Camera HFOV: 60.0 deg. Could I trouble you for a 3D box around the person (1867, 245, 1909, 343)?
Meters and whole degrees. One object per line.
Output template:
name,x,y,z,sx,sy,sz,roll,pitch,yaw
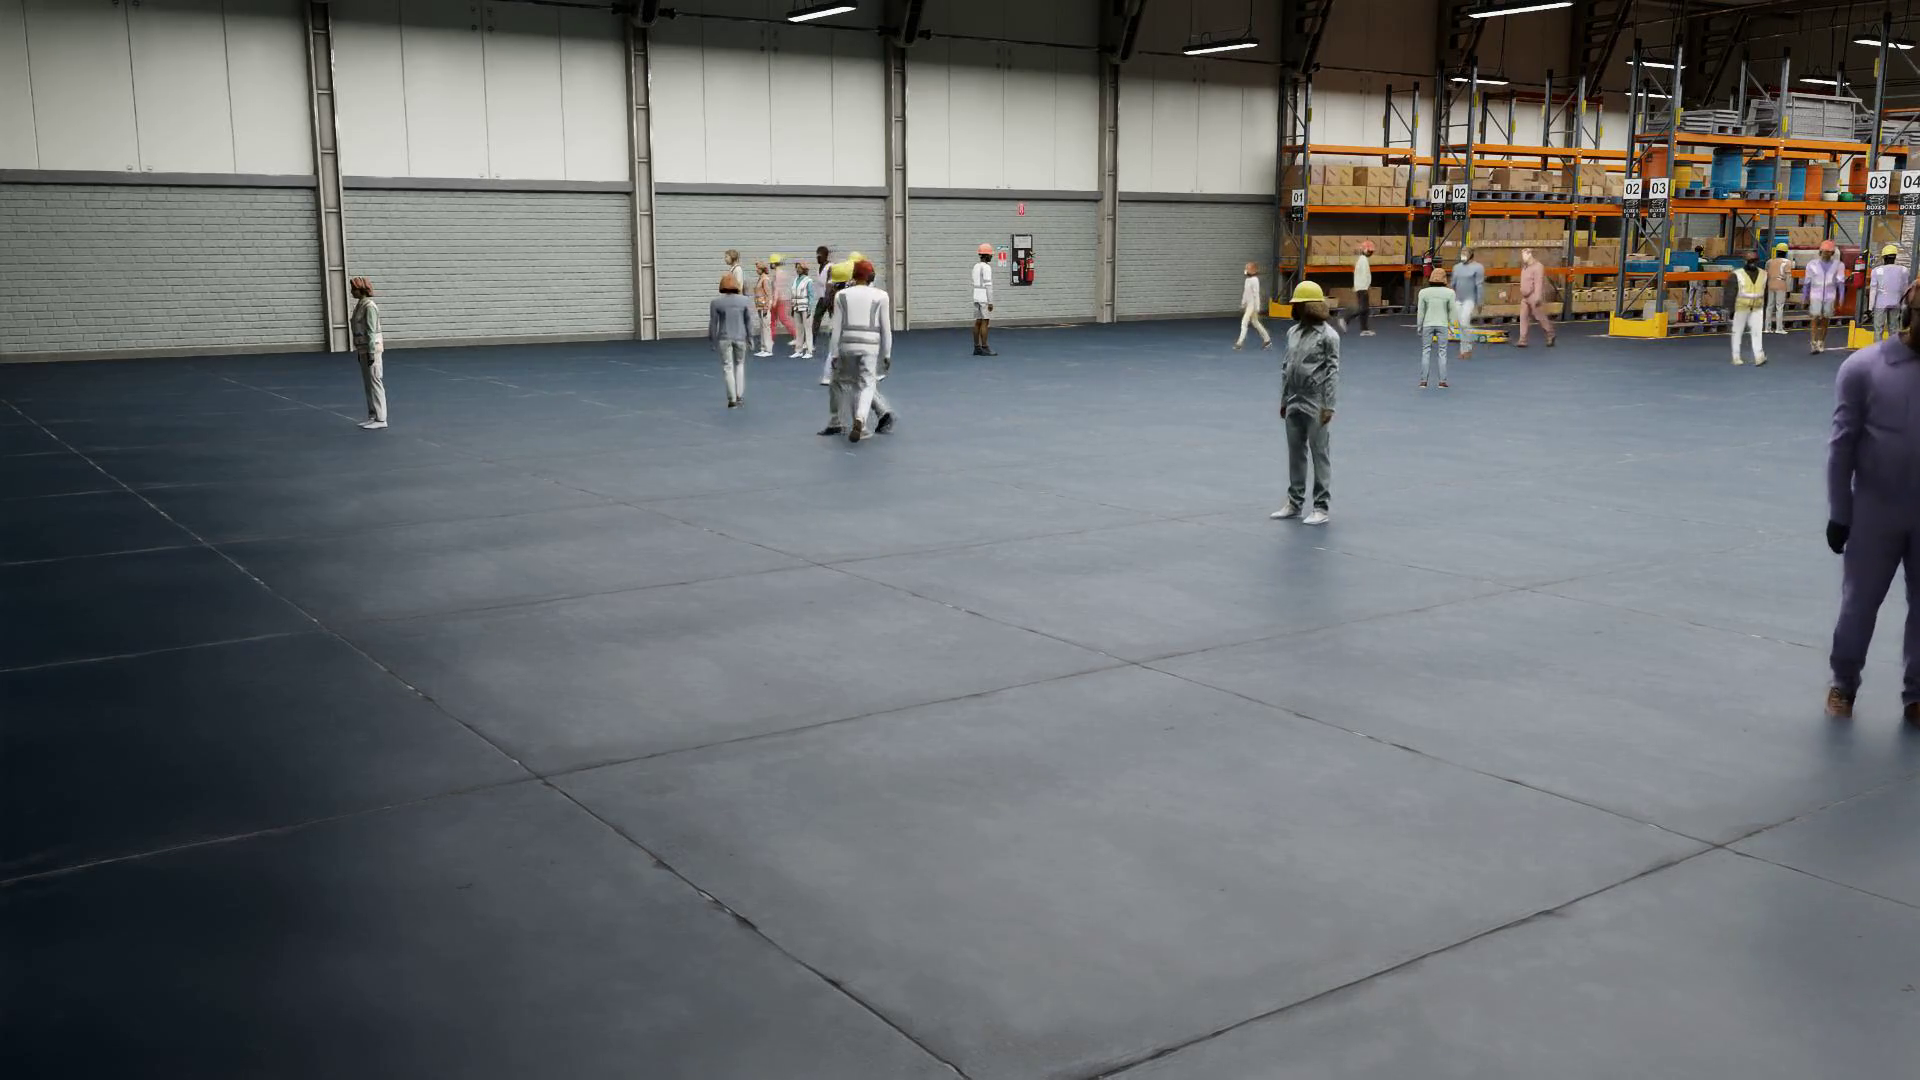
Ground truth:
person,14.962,-3.793,26.863,0.587,1.928,0.364,1,10,4

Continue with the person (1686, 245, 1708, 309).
person,16.799,-5.777,37.899,0.328,1.872,0.510,-9,13,-40

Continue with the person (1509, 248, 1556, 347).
person,10.746,-4.511,31.024,0.881,1.862,0.703,-2,11,-11

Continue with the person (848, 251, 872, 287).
person,-1.777,-4.036,28.520,0.592,1.812,0.465,4,11,19

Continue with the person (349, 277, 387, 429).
person,-6.369,-2.008,17.895,0.316,1.629,0.509,-7,13,-35

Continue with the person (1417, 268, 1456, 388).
person,6.507,-2.895,22.743,0.507,1.633,0.277,4,11,20

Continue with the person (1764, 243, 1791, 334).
person,17.370,-5.337,35.325,0.372,1.928,0.584,-6,12,-31

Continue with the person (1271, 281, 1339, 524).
person,2.492,-0.986,11.978,0.320,1.742,0.492,-7,13,-35

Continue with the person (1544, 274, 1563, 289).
person,15.184,-6.670,42.689,0.747,1.918,0.550,-7,13,-35

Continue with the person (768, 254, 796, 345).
person,-3.405,-4.535,31.544,0.805,1.754,0.531,-2,11,-10

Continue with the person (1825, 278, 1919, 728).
person,3.994,-0.151,6.981,0.648,1.913,0.409,3,11,16

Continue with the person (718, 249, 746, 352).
person,-4.120,-4.245,29.593,0.637,1.830,0.548,-3,11,-17

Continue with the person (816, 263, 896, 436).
person,-1.071,-1.961,17.237,0.827,1.792,0.597,-1,10,-3

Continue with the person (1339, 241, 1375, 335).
person,8.342,-5.252,34.724,0.667,1.972,0.623,2,11,11

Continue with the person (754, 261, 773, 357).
person,-3.382,-3.970,28.627,0.305,1.637,0.522,-3,11,-18

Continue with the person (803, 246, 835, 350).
person,-2.500,-4.346,30.022,0.960,1.871,0.608,-6,12,-31

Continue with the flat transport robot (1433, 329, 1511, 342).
flat transport robot,10.017,-4.022,32.661,1.431,0.197,0.652,6,12,30

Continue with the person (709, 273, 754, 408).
person,-2.781,-2.415,20.136,0.531,1.610,0.585,-3,11,-18

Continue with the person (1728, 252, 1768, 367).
person,12.568,-3.657,26.464,0.661,1.797,0.927,1,10,3

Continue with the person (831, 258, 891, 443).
person,-0.998,-1.889,16.652,0.591,1.856,0.836,2,11,11

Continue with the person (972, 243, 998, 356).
person,0.422,-4.166,28.878,0.371,1.939,0.543,-5,12,-26

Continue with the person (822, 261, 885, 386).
person,-1.512,-2.992,23.022,0.895,1.711,0.543,-3,11,-18

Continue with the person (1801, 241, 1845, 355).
person,15.182,-4.257,29.251,0.651,1.990,1.056,4,11,23

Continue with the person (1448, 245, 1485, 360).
person,8.406,-3.963,27.835,0.590,1.922,0.630,-6,12,-31

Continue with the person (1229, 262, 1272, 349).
person,5.397,-4.307,30.604,0.846,1.595,0.516,-1,10,-8

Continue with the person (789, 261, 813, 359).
person,-2.680,-3.901,28.234,0.513,1.645,0.307,10,14,42
